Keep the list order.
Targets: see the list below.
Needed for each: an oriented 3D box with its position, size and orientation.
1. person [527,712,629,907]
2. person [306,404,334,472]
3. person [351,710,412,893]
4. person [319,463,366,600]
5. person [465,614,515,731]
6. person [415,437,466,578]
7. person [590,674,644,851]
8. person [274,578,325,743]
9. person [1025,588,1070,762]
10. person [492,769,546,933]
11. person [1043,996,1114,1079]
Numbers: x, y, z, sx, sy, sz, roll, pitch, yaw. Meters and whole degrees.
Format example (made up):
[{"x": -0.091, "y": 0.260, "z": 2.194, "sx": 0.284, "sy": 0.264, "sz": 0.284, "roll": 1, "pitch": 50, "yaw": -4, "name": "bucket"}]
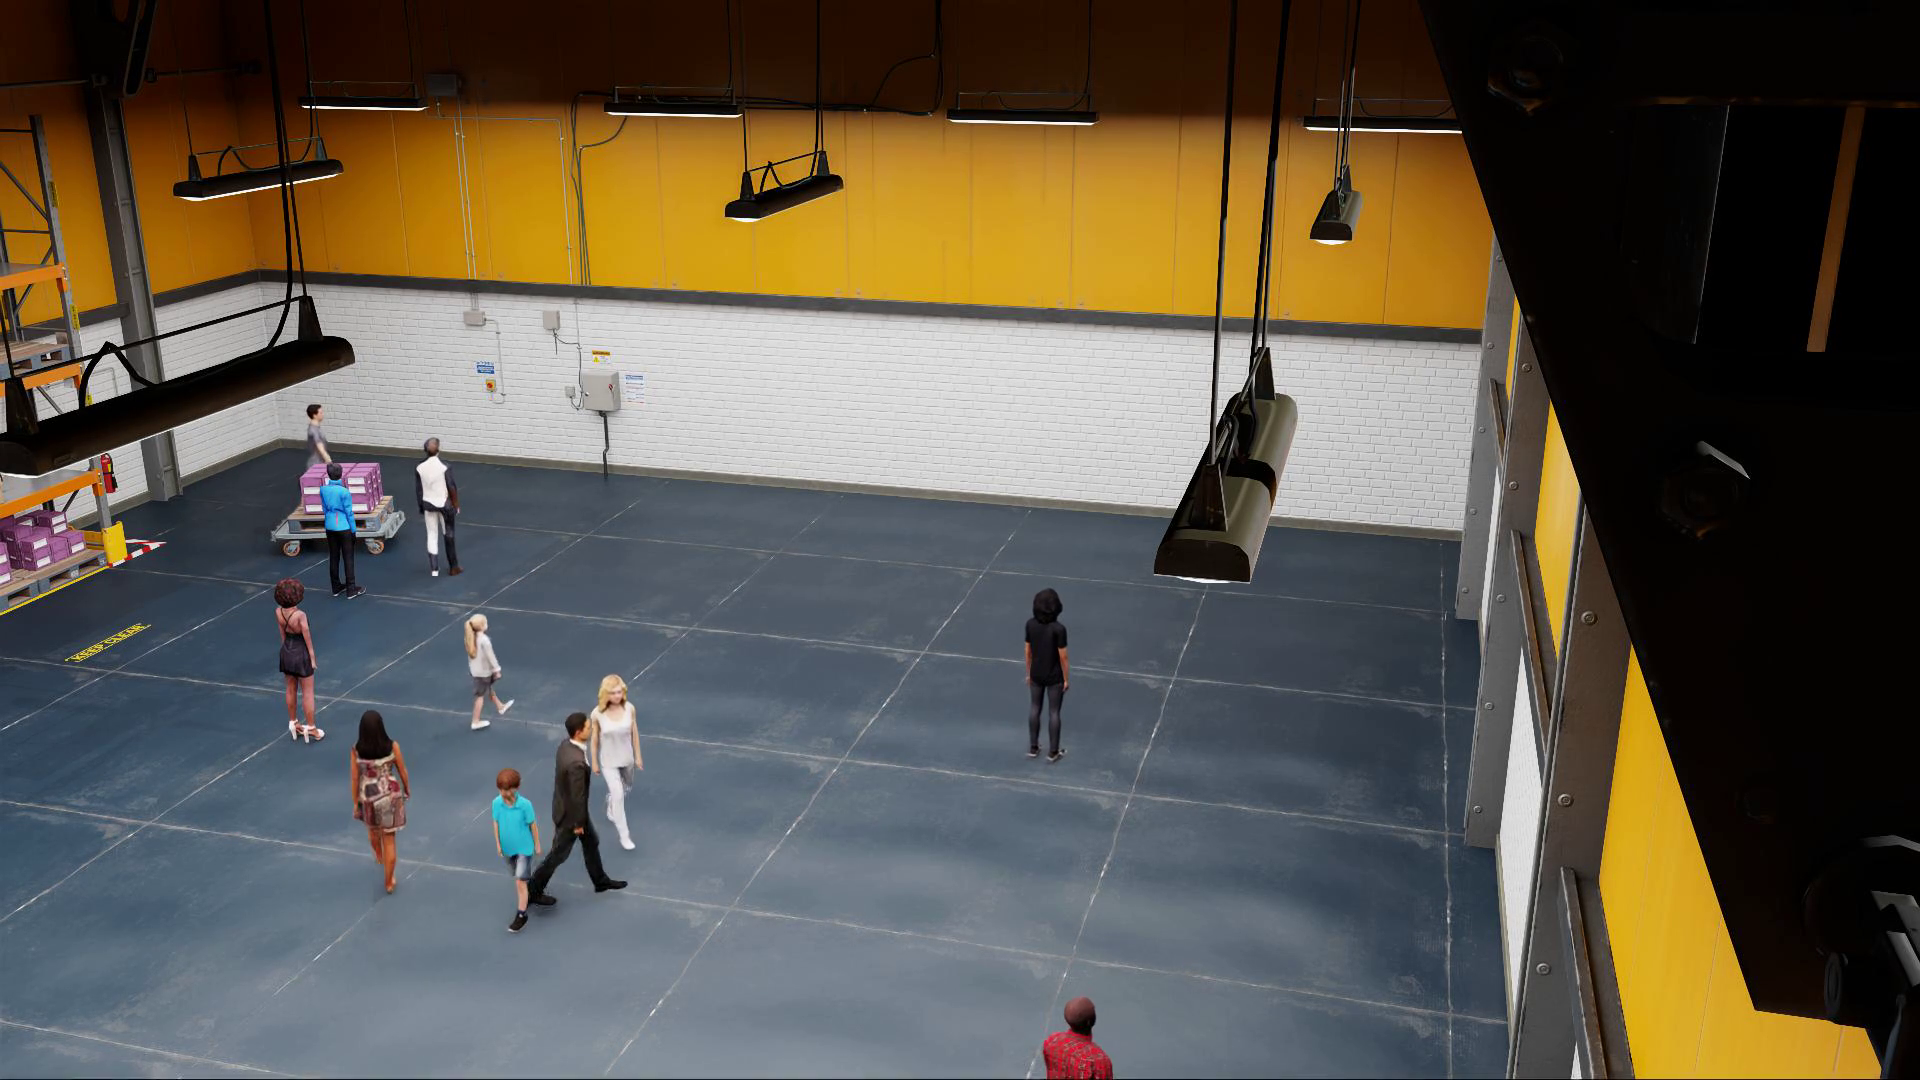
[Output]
[{"x": -3.414, "y": 2.336, "z": 14.198, "sx": 1.149, "sy": 1.740, "sz": 1.195, "roll": -6, "pitch": 20, "yaw": -17, "name": "person"}, {"x": -9.391, "y": -1.030, "z": 24.059, "sx": 1.051, "sy": 1.825, "sz": 1.185, "roll": -4, "pitch": 19, "yaw": -12, "name": "person"}, {"x": -5.061, "y": 2.299, "z": 14.501, "sx": 0.963, "sy": 1.618, "sz": 1.096, "roll": -6, "pitch": 19, "yaw": -17, "name": "person"}, {"x": -8.019, "y": -0.135, "z": 21.448, "sx": 0.587, "sy": 1.797, "sz": 0.539, "roll": 5, "pitch": 19, "yaw": 15, "name": "person"}, {"x": -5.138, "y": 1.415, "z": 17.703, "sx": 0.757, "sy": 1.250, "sz": 0.909, "roll": 16, "pitch": 25, "yaw": 40, "name": "person"}, {"x": -6.976, "y": -0.445, "z": 22.221, "sx": 0.745, "sy": 1.891, "sz": 0.668, "roll": 1, "pitch": 19, "yaw": 2, "name": "person"}, {"x": -3.189, "y": 1.991, "z": 15.376, "sx": 1.018, "sy": 1.644, "sz": 1.069, "roll": -10, "pitch": 21, "yaw": -28, "name": "person"}, {"x": -6.927, "y": 1.249, "z": 17.355, "sx": 0.556, "sy": 1.786, "sz": 0.551, "roll": 7, "pitch": 20, "yaw": 19, "name": "person"}, {"x": 0.878, "y": 1.356, "z": 16.959, "sx": 0.678, "sy": 1.835, "sz": 0.609, "roll": 10, "pitch": 21, "yaw": 28, "name": "person"}, {"x": -3.708, "y": 2.544, "z": 14.081, "sx": 0.511, "sy": 1.420, "sz": 0.917, "roll": 5, "pitch": 19, "yaw": 13, "name": "person"}, {"x": 0.698, "y": 3.639, "z": 10.222, "sx": 1.046, "sy": 1.808, "sz": 0.937, "roll": -17, "pitch": 25, "yaw": -40, "name": "person"}]
